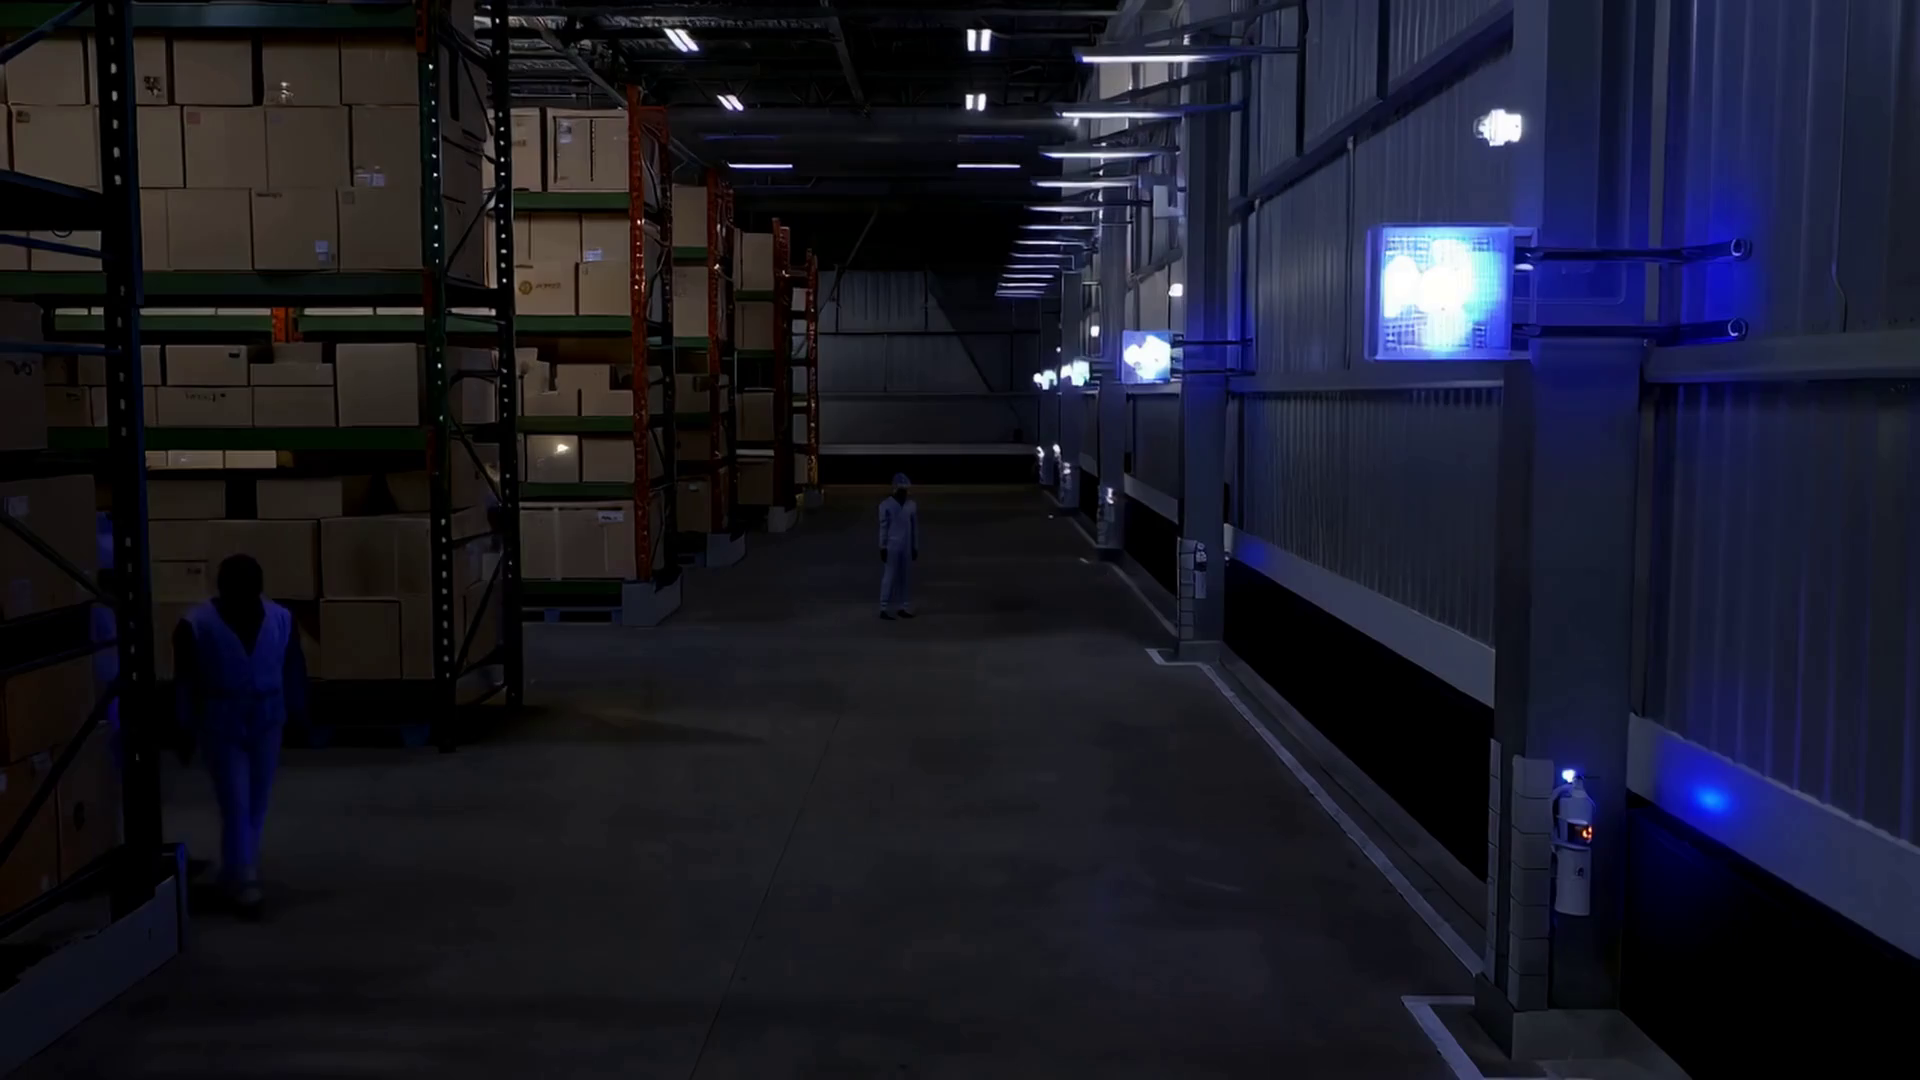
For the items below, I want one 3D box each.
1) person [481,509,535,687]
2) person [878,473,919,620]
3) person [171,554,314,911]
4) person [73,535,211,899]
[{"bbox_3d":[-4.086,0.530,14.984,0.562,1.620,0.528,1,5,10],"label":"person"},{"bbox_3d":[-0.702,0.074,19.610,0.570,1.742,0.350,-4,6,-38],"label":"person"},{"bbox_3d":[-3.650,0.985,8.586,0.660,1.807,0.873,-4,7,-42],"label":"person"},{"bbox_3d":[-4.395,0.930,8.713,0.897,1.899,0.555,-1,5,-9],"label":"person"}]
